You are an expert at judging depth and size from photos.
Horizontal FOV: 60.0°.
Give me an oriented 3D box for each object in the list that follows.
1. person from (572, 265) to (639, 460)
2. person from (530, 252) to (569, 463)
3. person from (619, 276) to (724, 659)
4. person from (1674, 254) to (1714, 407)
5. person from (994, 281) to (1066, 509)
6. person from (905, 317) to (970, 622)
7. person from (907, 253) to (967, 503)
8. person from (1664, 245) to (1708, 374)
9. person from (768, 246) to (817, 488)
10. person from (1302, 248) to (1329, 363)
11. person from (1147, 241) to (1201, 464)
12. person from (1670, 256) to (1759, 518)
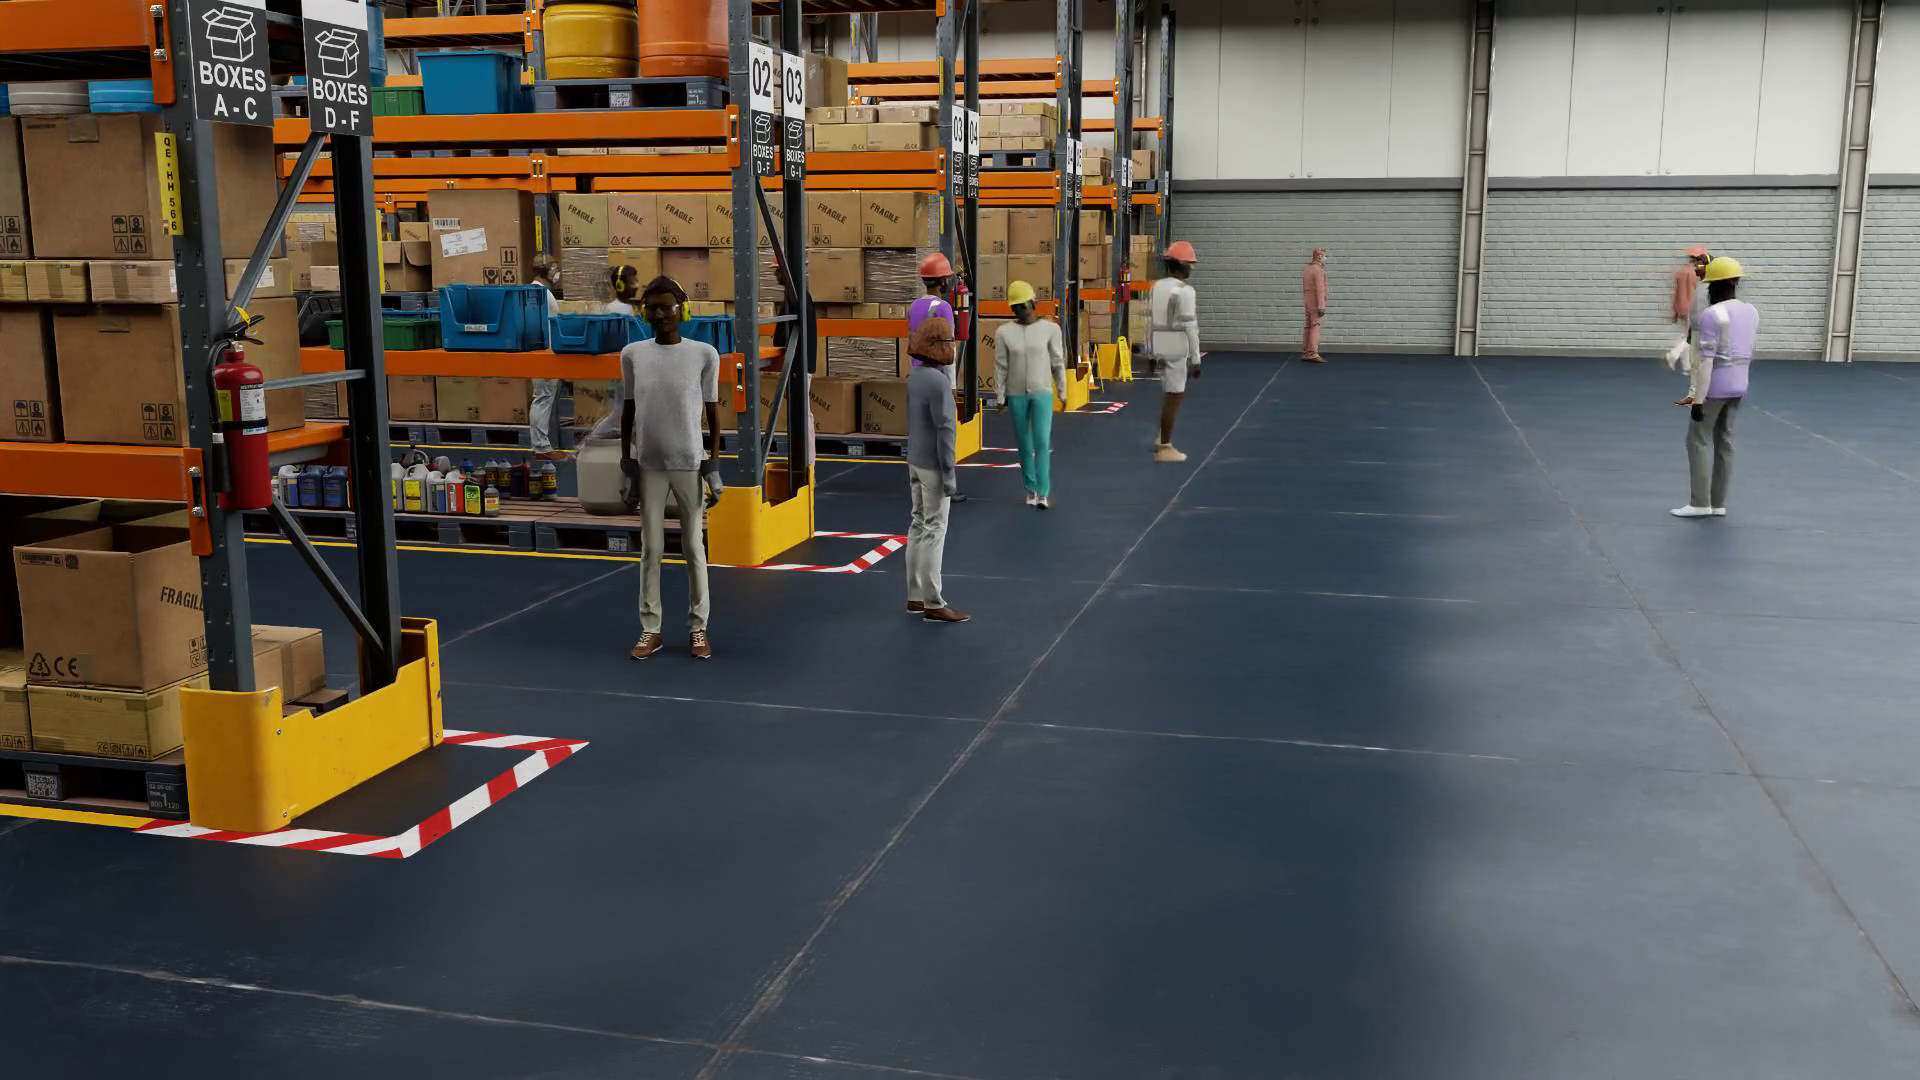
[{"bbox_3d":[-2.952,-1.461,14.413,0.907,1.838,0.530,1,10,3],"label":"person"},{"bbox_3d":[-3.837,-1.676,15.348,0.370,1.932,0.622,-3,11,-14],"label":"person"},{"bbox_3d":[-1.413,-0.345,8.121,0.515,1.872,0.328,0,10,-2],"label":"person"},{"bbox_3d":[9.075,-2.563,20.412,0.329,1.872,0.507,-1,10,-4],"label":"person"},{"bbox_3d":[0.518,-1.078,12.567,0.542,1.720,0.834,1,10,8],"label":"person"},{"bbox_3d":[-0.140,-0.377,8.956,0.279,1.633,0.501,-4,11,-21],"label":"person"},{"bbox_3d":[-0.185,-1.256,12.970,0.342,1.942,0.552,-7,12,-33],"label":"person"},{"bbox_3d":[10.968,-3.460,25.117,0.725,1.975,0.630,-4,11,-21],"label":"person"},{"bbox_3d":[-1.372,-1.414,13.701,0.397,1.992,0.623,0,10,0],"label":"person"},{"bbox_3d":[5.980,-3.927,27.875,0.401,1.904,0.651,-2,10,-9],"label":"person"},{"bbox_3d":[1.987,-1.702,15.198,0.478,2.026,0.646,-5,11,-25],"label":"person"},{"bbox_3d":[5.558,-1.107,12.202,0.613,1.923,0.392,-5,12,-27],"label":"person"}]
